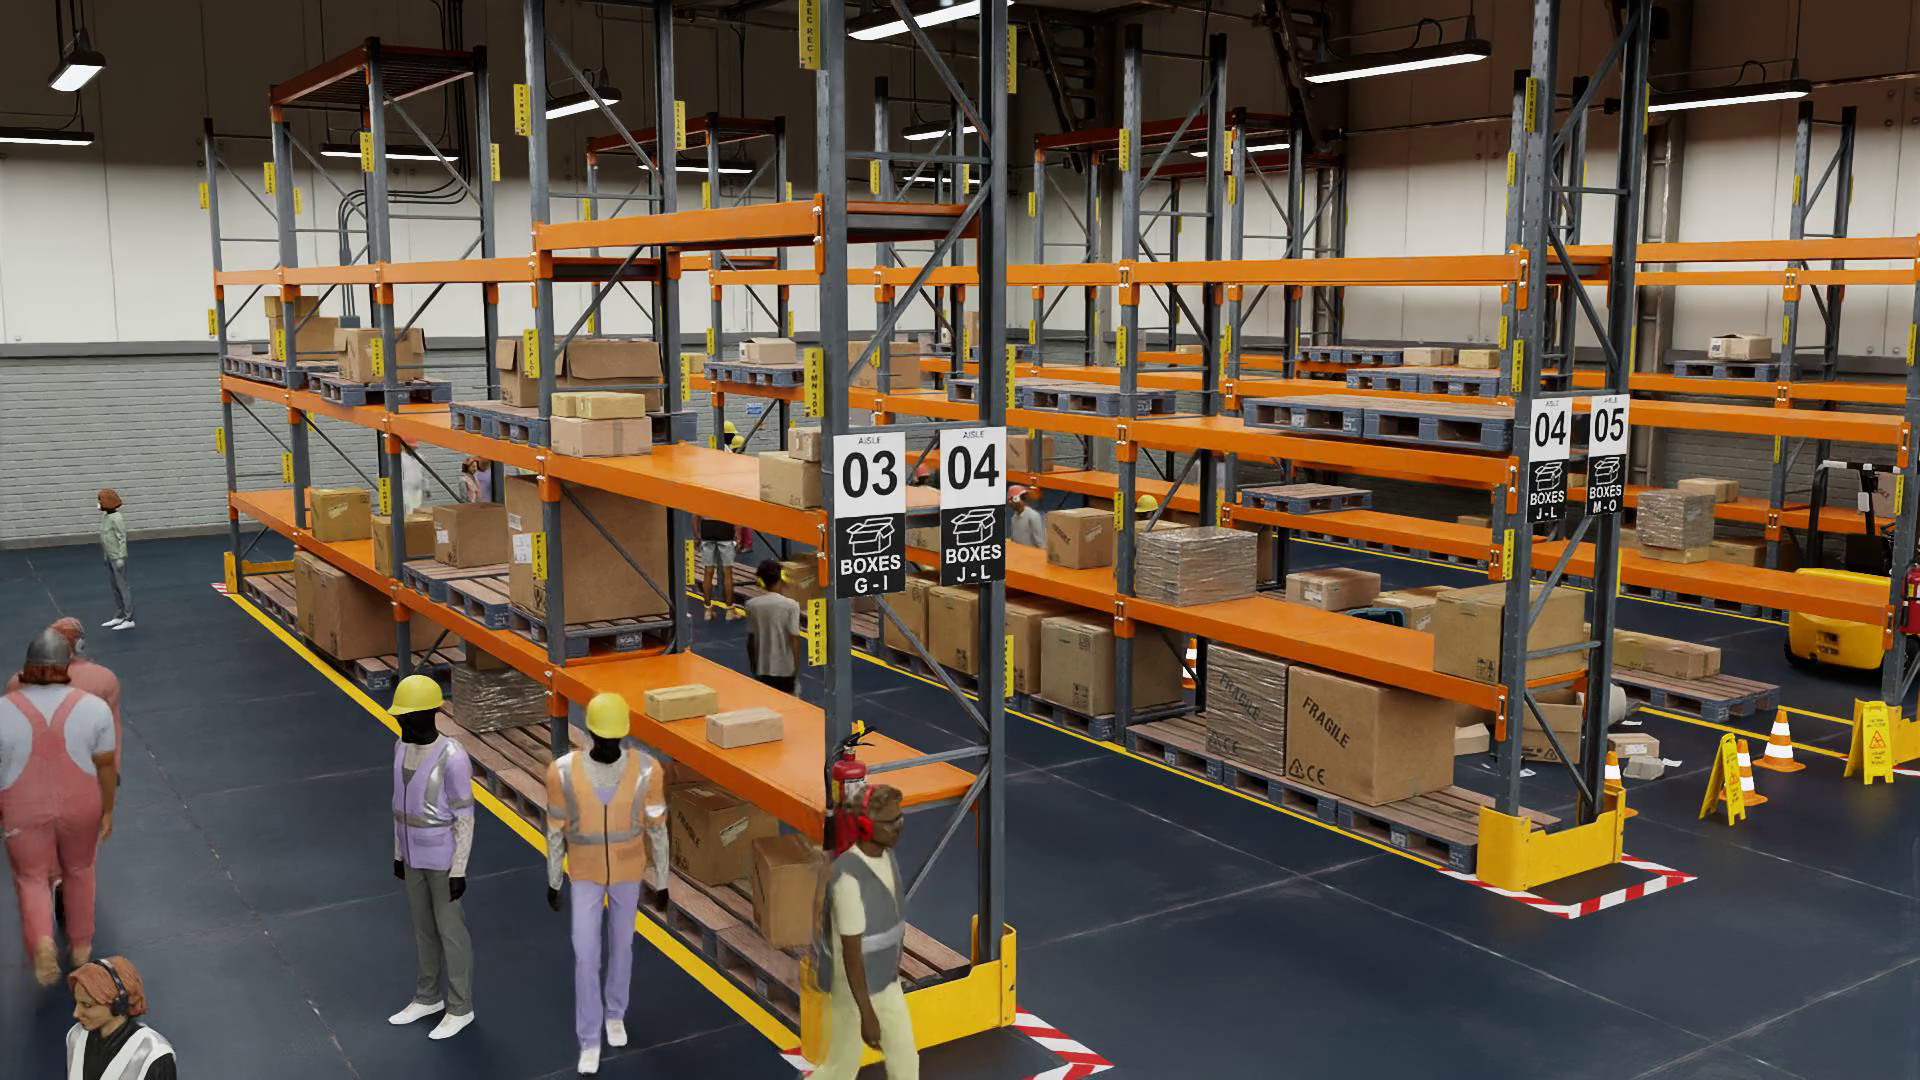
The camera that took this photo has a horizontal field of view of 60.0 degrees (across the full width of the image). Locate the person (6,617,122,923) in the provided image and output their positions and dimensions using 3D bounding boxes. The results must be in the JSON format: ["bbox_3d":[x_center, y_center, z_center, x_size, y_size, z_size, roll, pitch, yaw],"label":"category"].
[{"bbox_3d":[-5.621,1.424,10.469,0.661,1.867,0.867,-5,10,-28],"label":"person"}]

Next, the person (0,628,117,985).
[{"bbox_3d":[-5.130,1.494,9.416,0.680,2.000,0.766,-5,10,-30],"label":"person"}]

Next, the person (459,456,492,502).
[{"bbox_3d":[-6.847,-0.426,23.632,0.522,1.602,0.331,-3,9,-16],"label":"person"}]

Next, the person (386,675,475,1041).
[{"bbox_3d":[-2.793,1.651,8.748,0.591,1.927,0.366,6,11,36],"label":"person"}]

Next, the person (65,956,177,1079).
[{"bbox_3d":[-2.907,2.236,5.804,0.523,1.638,0.310,4,9,25],"label":"person"}]

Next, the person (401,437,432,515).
[{"bbox_3d":[-8.423,-0.781,25.591,0.410,1.733,0.574,5,10,28],"label":"person"}]

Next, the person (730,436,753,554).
[{"bbox_3d":[-3.273,-0.676,24.816,0.332,1.755,0.525,-5,10,-31],"label":"person"}]

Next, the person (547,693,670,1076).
[{"bbox_3d":[-1.768,1.719,8.387,0.612,1.895,0.821,-2,9,-15],"label":"person"}]

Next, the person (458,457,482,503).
[{"bbox_3d":[-6.721,-0.320,22.835,0.313,1.637,0.513,0,9,2],"label":"person"}]

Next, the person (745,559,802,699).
[{"bbox_3d":[-1.421,1.066,12.972,0.619,1.829,0.461,4,10,27],"label":"person"}]

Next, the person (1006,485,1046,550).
[{"bbox_3d":[0.779,0.240,18.901,0.335,1.704,0.688,-5,10,-29],"label":"person"}]

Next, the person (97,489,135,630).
[{"bbox_3d":[-9.783,0.221,19.240,0.277,1.632,0.502,-8,12,-43],"label":"person"}]

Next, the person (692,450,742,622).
[{"bbox_3d":[-2.860,-0.046,19.662,0.610,2.043,0.397,2,9,12],"label":"person"}]

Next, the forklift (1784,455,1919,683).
[{"bbox_3d":[9.643,0.253,17.172,2.313,2.155,1.214,-6,10,-33],"label":"forklift"}]

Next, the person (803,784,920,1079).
[{"bbox_3d":[-0.464,1.935,7.253,0.887,1.816,0.587,3,9,20],"label":"person"}]
